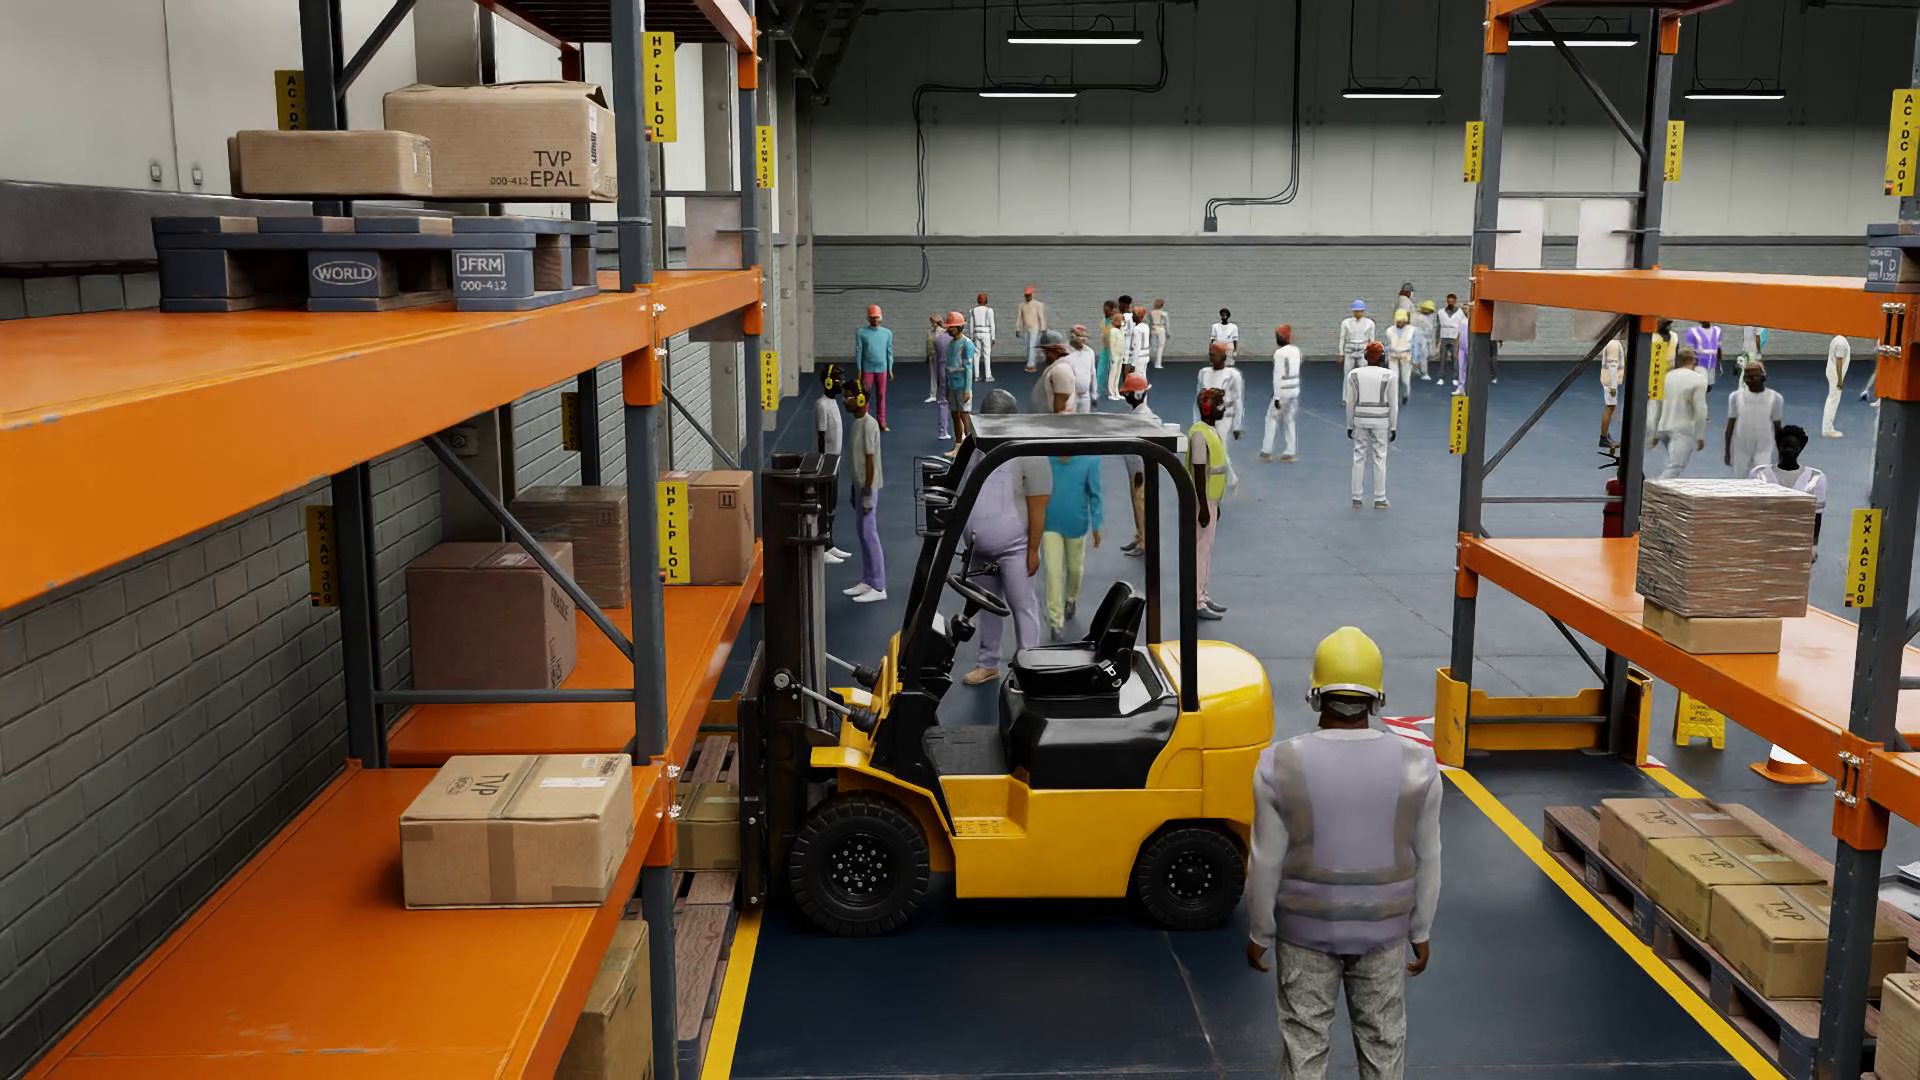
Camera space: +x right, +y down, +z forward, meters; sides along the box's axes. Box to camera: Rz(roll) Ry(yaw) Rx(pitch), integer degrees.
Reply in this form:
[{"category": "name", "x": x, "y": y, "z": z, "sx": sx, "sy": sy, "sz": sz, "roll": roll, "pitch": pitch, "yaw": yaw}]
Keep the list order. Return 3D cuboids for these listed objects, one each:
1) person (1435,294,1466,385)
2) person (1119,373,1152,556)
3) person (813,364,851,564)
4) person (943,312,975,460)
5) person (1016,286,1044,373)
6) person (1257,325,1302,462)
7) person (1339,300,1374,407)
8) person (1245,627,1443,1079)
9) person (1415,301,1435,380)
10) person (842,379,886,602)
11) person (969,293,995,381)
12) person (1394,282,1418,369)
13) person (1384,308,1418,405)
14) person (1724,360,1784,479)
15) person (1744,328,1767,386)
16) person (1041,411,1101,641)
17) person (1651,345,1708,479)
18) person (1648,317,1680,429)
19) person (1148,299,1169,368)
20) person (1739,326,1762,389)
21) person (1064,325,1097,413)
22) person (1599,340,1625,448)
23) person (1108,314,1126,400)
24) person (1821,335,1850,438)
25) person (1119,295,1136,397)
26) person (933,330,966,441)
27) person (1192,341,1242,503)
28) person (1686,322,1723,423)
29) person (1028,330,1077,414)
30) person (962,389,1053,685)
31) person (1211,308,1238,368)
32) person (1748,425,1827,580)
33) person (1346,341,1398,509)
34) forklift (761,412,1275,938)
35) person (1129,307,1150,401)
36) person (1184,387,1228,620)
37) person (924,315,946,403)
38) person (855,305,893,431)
[{"category": "person", "x": 10.259, "y": -4.196, "z": 34.816, "sx": 0.599, "sy": 1.910, "sz": 0.396, "roll": 5, "pitch": 11, "yaw": 25}, {"category": "person", "x": 1.675, "y": -0.719, "z": 15.872, "sx": 0.345, "sy": 1.747, "sz": 0.572, "roll": 0, "pitch": 10, "yaw": 0}, {"category": "person", "x": -1.212, "y": -0.711, "z": 15.533, "sx": 0.316, "sy": 1.860, "sz": 0.513, "roll": 1, "pitch": 10, "yaw": 8}, {"category": "person", "x": -0.040, "y": -2.107, "z": 22.840, "sx": 0.402, "sy": 2.035, "sz": 0.601, "roll": -7, "pitch": 12, "yaw": -34}, {"category": "person", "x": 1.533, "y": -4.804, "z": 38.019, "sx": 0.658, "sy": 1.961, "sz": 0.897, "roll": 6, "pitch": 12, "yaw": 31}, {"category": "person", "x": 4.340, "y": -1.993, "z": 22.640, "sx": 0.589, "sy": 1.867, "sz": 0.581, "roll": -9, "pitch": 14, "yaw": -41}, {"category": "person", "x": 7.156, "y": -3.358, "z": 30.026, "sx": 0.616, "sy": 1.945, "sz": 0.404, "roll": 3, "pitch": 11, "yaw": 14}, {"category": "person", "x": 1.167, "y": 1.169, "z": 5.122, "sx": 0.588, "sy": 1.835, "sz": 0.403, "roll": 0, "pitch": 10, "yaw": 1}, {"category": "person", "x": 10.091, "y": -4.344, "z": 36.150, "sx": 0.533, "sy": 1.708, "sz": 0.542, "roll": -7, "pitch": 13, "yaw": -36}, {"category": "person", "x": -0.811, "y": -0.414, "z": 13.890, "sx": 0.327, "sy": 1.861, "sz": 0.502, "roll": -3, "pitch": 11, "yaw": -17}, {"category": "person", "x": 0.484, "y": -4.350, "z": 35.733, "sx": 0.573, "sy": 1.883, "sz": 0.355, "roll": 4, "pitch": 11, "yaw": 23}, {"category": "person", "x": 10.495, "y": -5.037, "z": 39.121, "sx": 0.535, "sy": 2.000, "sz": 0.688, "roll": -1, "pitch": 10, "yaw": -4}, {"category": "person", "x": 7.880, "y": -3.242, "z": 29.753, "sx": 0.603, "sy": 1.817, "sz": 0.650, "roll": 4, "pitch": 11, "yaw": 22}, {"category": "person", "x": 8.051, "y": -0.914, "z": 16.815, "sx": 0.593, "sy": 1.817, "sz": 0.739, "roll": 6, "pitch": 12, "yaw": 30}, {"category": "person", "x": 16.566, "y": -4.115, "z": 34.575, "sx": 0.351, "sy": 1.834, "sz": 0.518, "roll": 6, "pitch": 12, "yaw": 32}, {"category": "person", "x": 0.796, "y": -0.147, "z": 12.765, "sx": 0.563, "sy": 1.727, "sz": 0.800, "roll": 0, "pitch": 10, "yaw": 2}, {"category": "person", "x": 7.625, "y": -1.142, "z": 17.838, "sx": 0.881, "sy": 1.906, "sz": 0.659, "roll": -4, "pitch": 11, "yaw": -21}, {"category": "person", "x": 11.250, "y": -2.680, "z": 26.592, "sx": 0.630, "sy": 1.820, "sz": 0.636, "roll": -3, "pitch": 11, "yaw": -18}, {"category": "person", "x": 4.690, "y": -4.870, "z": 39.330, "sx": 0.522, "sy": 1.641, "sz": 0.322, "roll": 6, "pitch": 12, "yaw": 31}, {"category": "person", "x": 14.847, "y": -3.519, "z": 31.167, "sx": 0.330, "sy": 1.863, "sz": 0.507, "roll": -1, "pitch": 10, "yaw": -7}, {"category": "person", "x": 1.530, "y": -1.906, "z": 22.101, "sx": 0.678, "sy": 1.895, "sz": 0.399, "roll": -6, "pitch": 12, "yaw": -30}, {"category": "person", "x": 9.528, "y": -2.299, "z": 24.204, "sx": 0.392, "sy": 1.923, "sz": 0.553, "roll": 4, "pitch": 11, "yaw": 20}, {"category": "person", "x": 2.985, "y": -3.465, "z": 31.496, "sx": 0.285, "sy": 1.633, "sz": 0.501, "roll": 6, "pitch": 12, "yaw": 31}, {"category": "person", "x": 13.444, "y": -2.482, "z": 25.462, "sx": 0.343, "sy": 1.838, "sz": 0.505, "roll": 4, "pitch": 11, "yaw": 22}, {"category": "person", "x": 3.183, "y": -3.740, "z": 32.100, "sx": 0.367, "sy": 1.966, "sz": 0.606, "roll": 4, "pitch": 11, "yaw": 23}, {"category": "person", "x": -0.084, "y": -2.442, "z": 25.071, "sx": 0.645, "sy": 1.899, "sz": 0.399, "roll": 6, "pitch": 12, "yaw": 30}, {"category": "person", "x": 2.921, "y": -1.328, "z": 18.931, "sx": 0.453, "sy": 1.869, "sz": 0.581, "roll": -8, "pitch": 13, "yaw": -39}, {"category": "person", "x": 12.362, "y": -2.947, "z": 27.750, "sx": 0.603, "sy": 1.947, "sz": 0.791, "roll": -2, "pitch": 10, "yaw": -10}, {"category": "person", "x": 1.018, "y": -1.319, "z": 18.408, "sx": 0.535, "sy": 2.000, "sz": 0.689, "roll": -1, "pitch": 10, "yaw": -3}, {"category": "person", "x": 0.261, "y": -0.001, "z": 11.064, "sx": 0.686, "sy": 2.000, "sz": 0.535, "roll": 10, "pitch": 14, "yaw": 44}, {"category": "person", "x": 5.152, "y": -3.675, "z": 32.487, "sx": 0.530, "sy": 1.697, "sz": 0.322, "roll": 4, "pitch": 11, "yaw": 21}, {"category": "person", "x": 5.876, "y": 0.019, "z": 11.904, "sx": 0.535, "sy": 1.700, "sz": 0.315, "roll": 5, "pitch": 11, "yaw": 25}, {"category": "person", "x": 4.620, "y": -1.284, "z": 18.655, "sx": 0.578, "sy": 1.883, "sz": 0.353, "roll": 5, "pitch": 11, "yaw": 27}, {"category": "forklift", "x": 0.291, "y": 0.548, "z": 7.580, "sx": 2.313, "sy": 2.155, "sz": 1.214, "roll": 0, "pitch": 10, "yaw": -2}, {"category": "person", "x": 3.049, "y": -3.043, "z": 28.456, "sx": 0.355, "sy": 1.882, "sz": 0.576, "roll": 4, "pitch": 11, "yaw": 22}, {"category": "person", "x": 1.951, "y": -0.299, "z": 13.279, "sx": 0.389, "sy": 1.843, "sz": 0.567, "roll": 3, "pitch": 11, "yaw": 16}, {"category": "person", "x": -0.429, "y": -3.362, "z": 30.911, "sx": 0.514, "sy": 1.639, "sz": 0.311, "roll": 9, "pitch": 13, "yaw": 41}, {"category": "person", "x": -1.350, "y": -2.697, "z": 26.213, "sx": 0.608, "sy": 1.995, "sz": 0.377, "roll": -3, "pitch": 11, "yaw": -18}]
